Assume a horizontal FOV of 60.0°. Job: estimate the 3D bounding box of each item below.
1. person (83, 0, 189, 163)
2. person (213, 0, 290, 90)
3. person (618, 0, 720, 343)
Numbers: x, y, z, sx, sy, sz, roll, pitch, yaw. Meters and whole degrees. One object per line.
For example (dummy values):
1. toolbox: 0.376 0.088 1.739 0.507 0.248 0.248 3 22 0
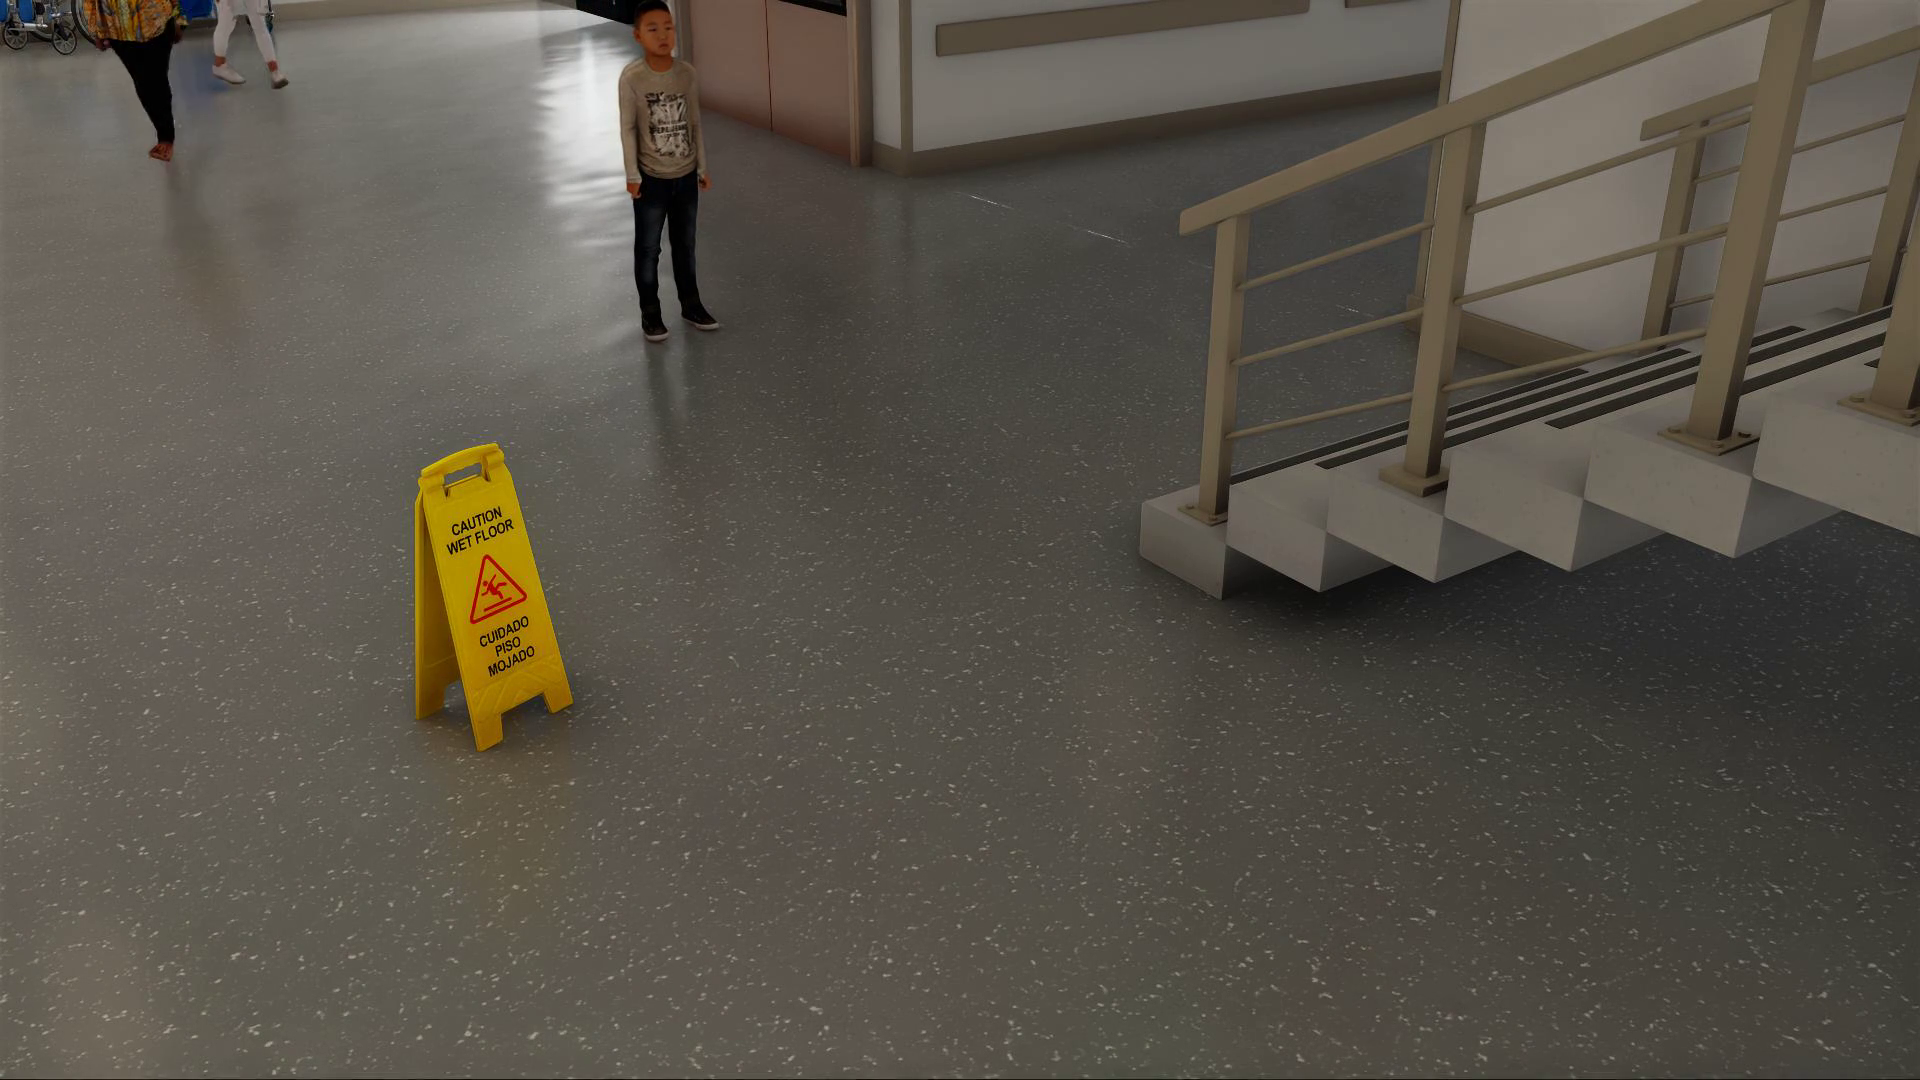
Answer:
1. person: -5.158 -3.221 10.506 0.935 1.609 1.112 -8 27 -16
2. person: -5.532 -4.237 12.570 1.226 1.649 0.929 15 29 28
3. person: -1.318 -1.644 7.403 0.547 1.465 0.504 -18 31 -33
